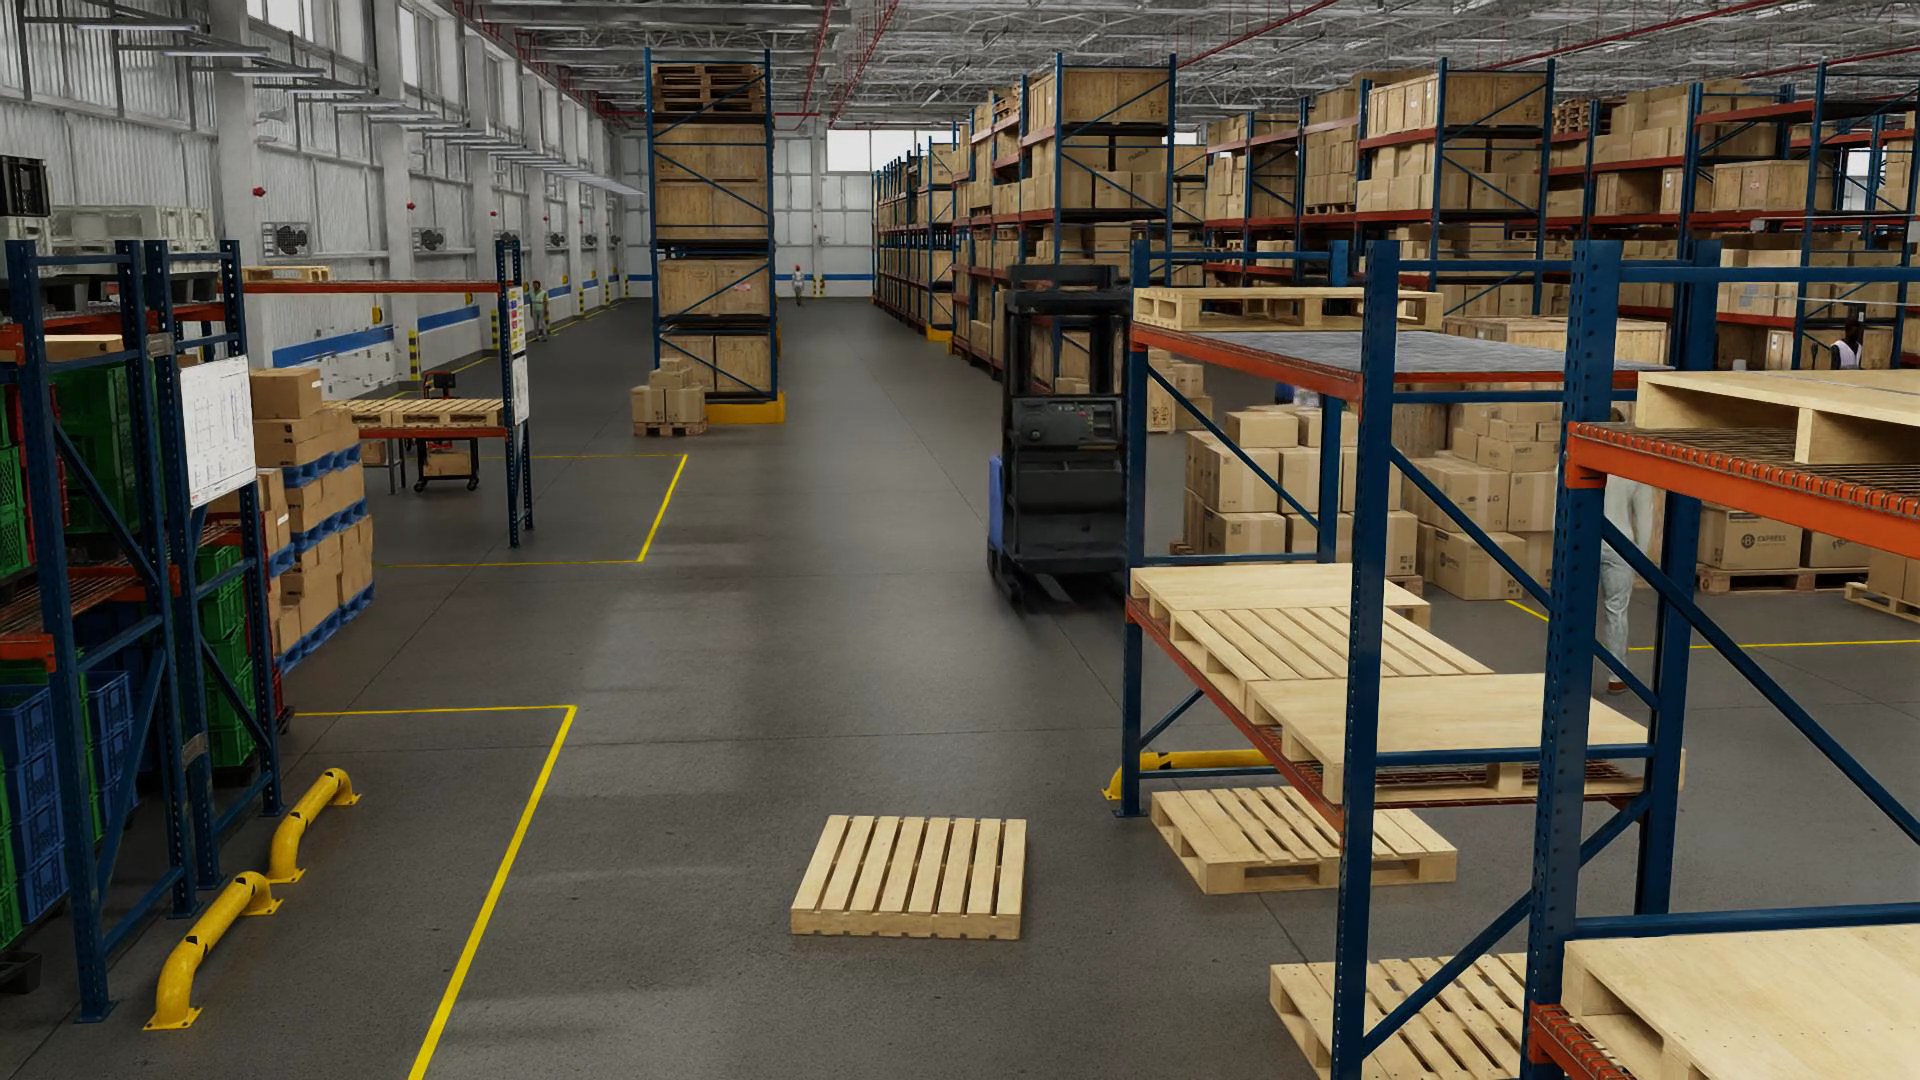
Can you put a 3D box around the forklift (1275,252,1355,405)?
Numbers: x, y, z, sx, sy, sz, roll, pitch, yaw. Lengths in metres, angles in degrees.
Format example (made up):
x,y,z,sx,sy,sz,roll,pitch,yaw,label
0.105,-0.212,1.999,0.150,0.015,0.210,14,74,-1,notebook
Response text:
x,y,z,sx,sy,sz,roll,pitch,yaw,label
6.125,-3.463,28.124,1.129,2.768,1.873,-1,10,-6,forklift

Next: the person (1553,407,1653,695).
x,y,z,sx,sy,sz,roll,pitch,yaw,label
4.289,0.076,11.138,0.627,1.935,0.371,5,11,27,person

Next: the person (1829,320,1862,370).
x,y,z,sx,sy,sz,roll,pitch,yaw,label
12.591,-2.183,23.714,0.587,1.914,0.390,-6,12,-30,person

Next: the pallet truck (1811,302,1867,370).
x,y,z,sx,sy,sz,roll,pitch,yaw,label
15.846,-3.142,28.793,1.885,1.965,0.823,2,10,12,pallet truck

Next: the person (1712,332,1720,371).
x,y,z,sx,sy,sz,roll,pitch,yaw,label
11.545,-2.652,26.078,0.609,1.996,0.383,10,14,43,person

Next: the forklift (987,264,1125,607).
x,y,z,sx,sy,sz,roll,pitch,yaw,label
0.863,-0.982,14.375,1.129,2.768,1.873,-1,10,-6,forklift

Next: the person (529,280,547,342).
x,y,z,sx,sy,sz,roll,pitch,yaw,label
-12.590,-6.839,49.736,0.561,1.836,0.394,3,11,17,person

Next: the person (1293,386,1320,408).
x,y,z,sx,sy,sz,roll,pitch,yaw,label
4.199,-1.592,20.466,0.878,1.916,0.550,5,12,28,person

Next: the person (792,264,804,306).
x,y,z,sx,sy,sz,roll,pitch,yaw,label
-7.486,-11.762,76.807,0.543,1.917,0.726,-3,11,-14,person
